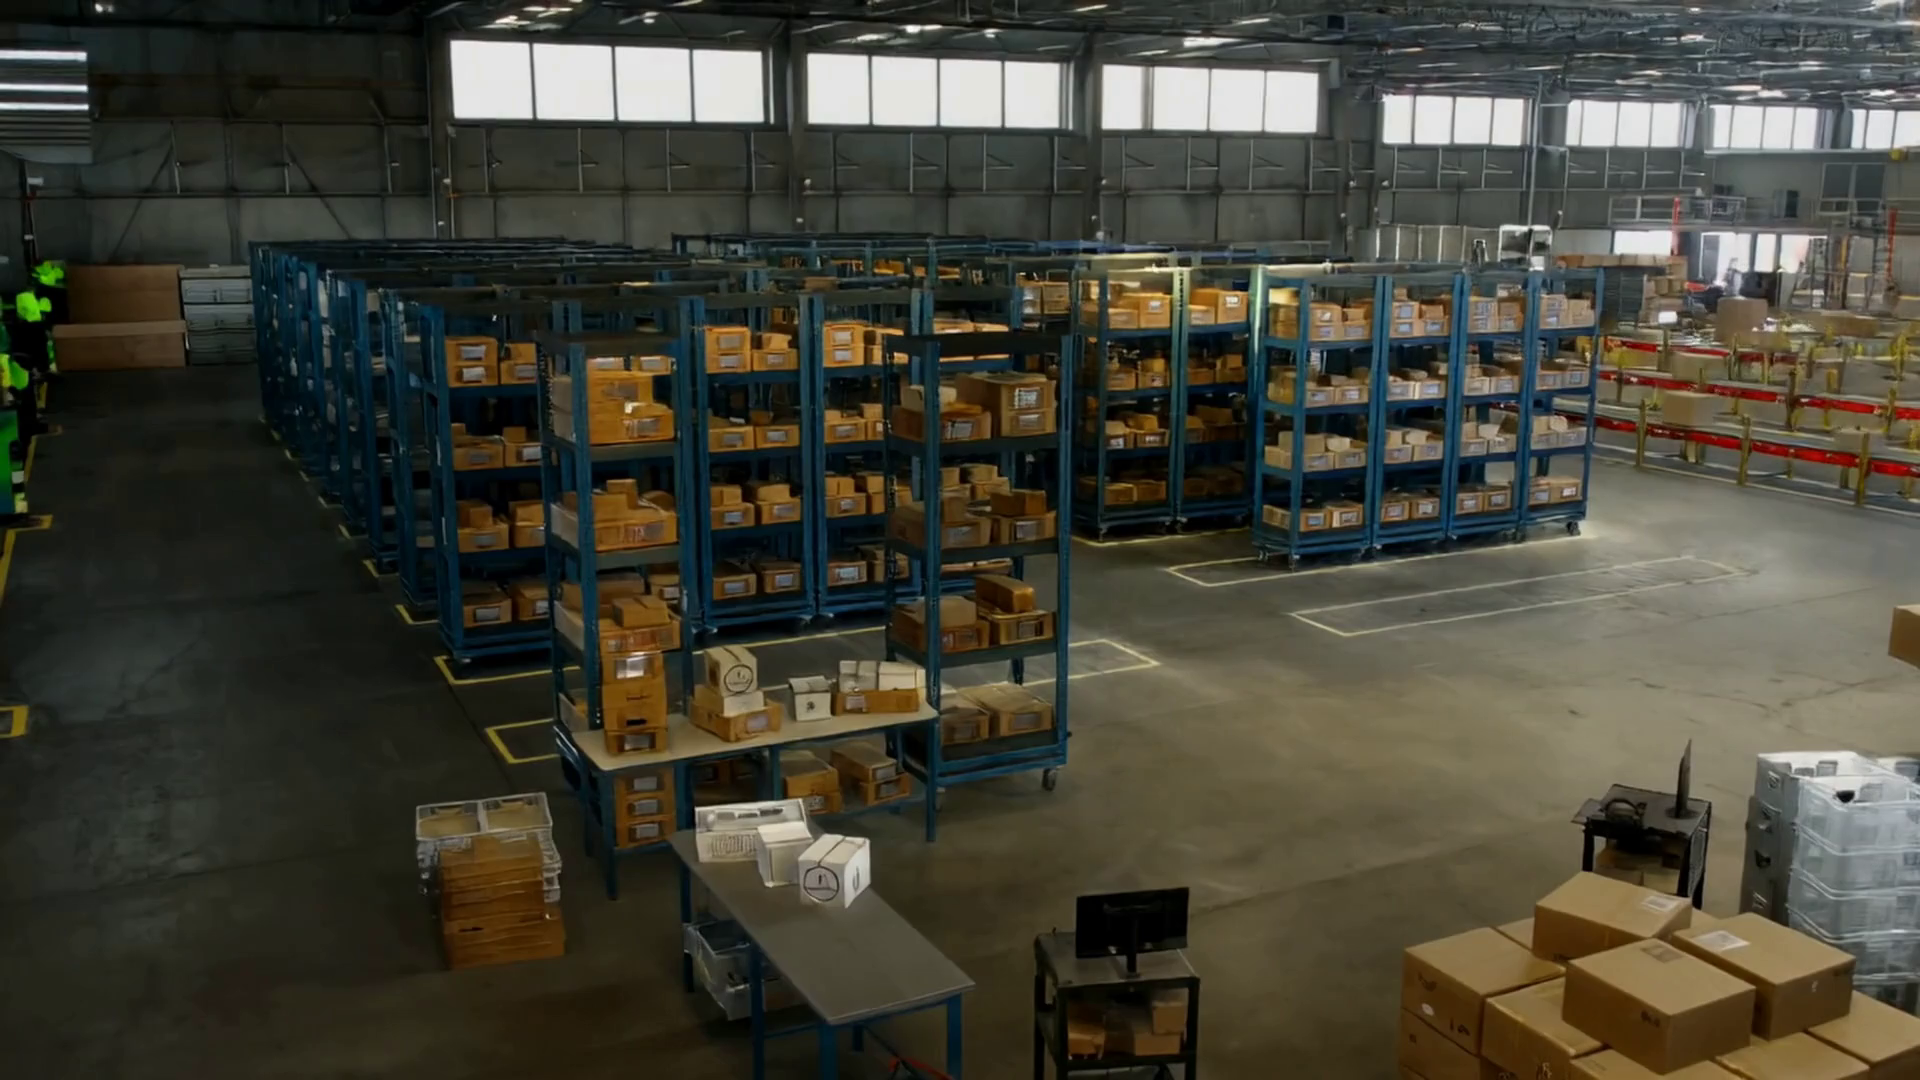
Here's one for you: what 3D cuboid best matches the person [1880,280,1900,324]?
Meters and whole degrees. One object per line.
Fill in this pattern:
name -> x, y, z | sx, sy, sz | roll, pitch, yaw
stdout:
person -> 27.365, -6.673, 48.949 | 0.376, 1.934, 0.547 | -5, 13, -23

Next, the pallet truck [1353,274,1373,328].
pallet truck -> 13.011, -8.050, 55.243 | 0.823, 1.965, 1.885 | -7, 14, -28

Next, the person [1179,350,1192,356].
person -> 5.035, -4.125, 37.559 | 0.519, 1.714, 0.943 | -4, 13, -20

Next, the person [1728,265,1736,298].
person -> 28.889, -9.436, 62.321 | 0.323, 1.742, 0.492 | 4, 13, 20
